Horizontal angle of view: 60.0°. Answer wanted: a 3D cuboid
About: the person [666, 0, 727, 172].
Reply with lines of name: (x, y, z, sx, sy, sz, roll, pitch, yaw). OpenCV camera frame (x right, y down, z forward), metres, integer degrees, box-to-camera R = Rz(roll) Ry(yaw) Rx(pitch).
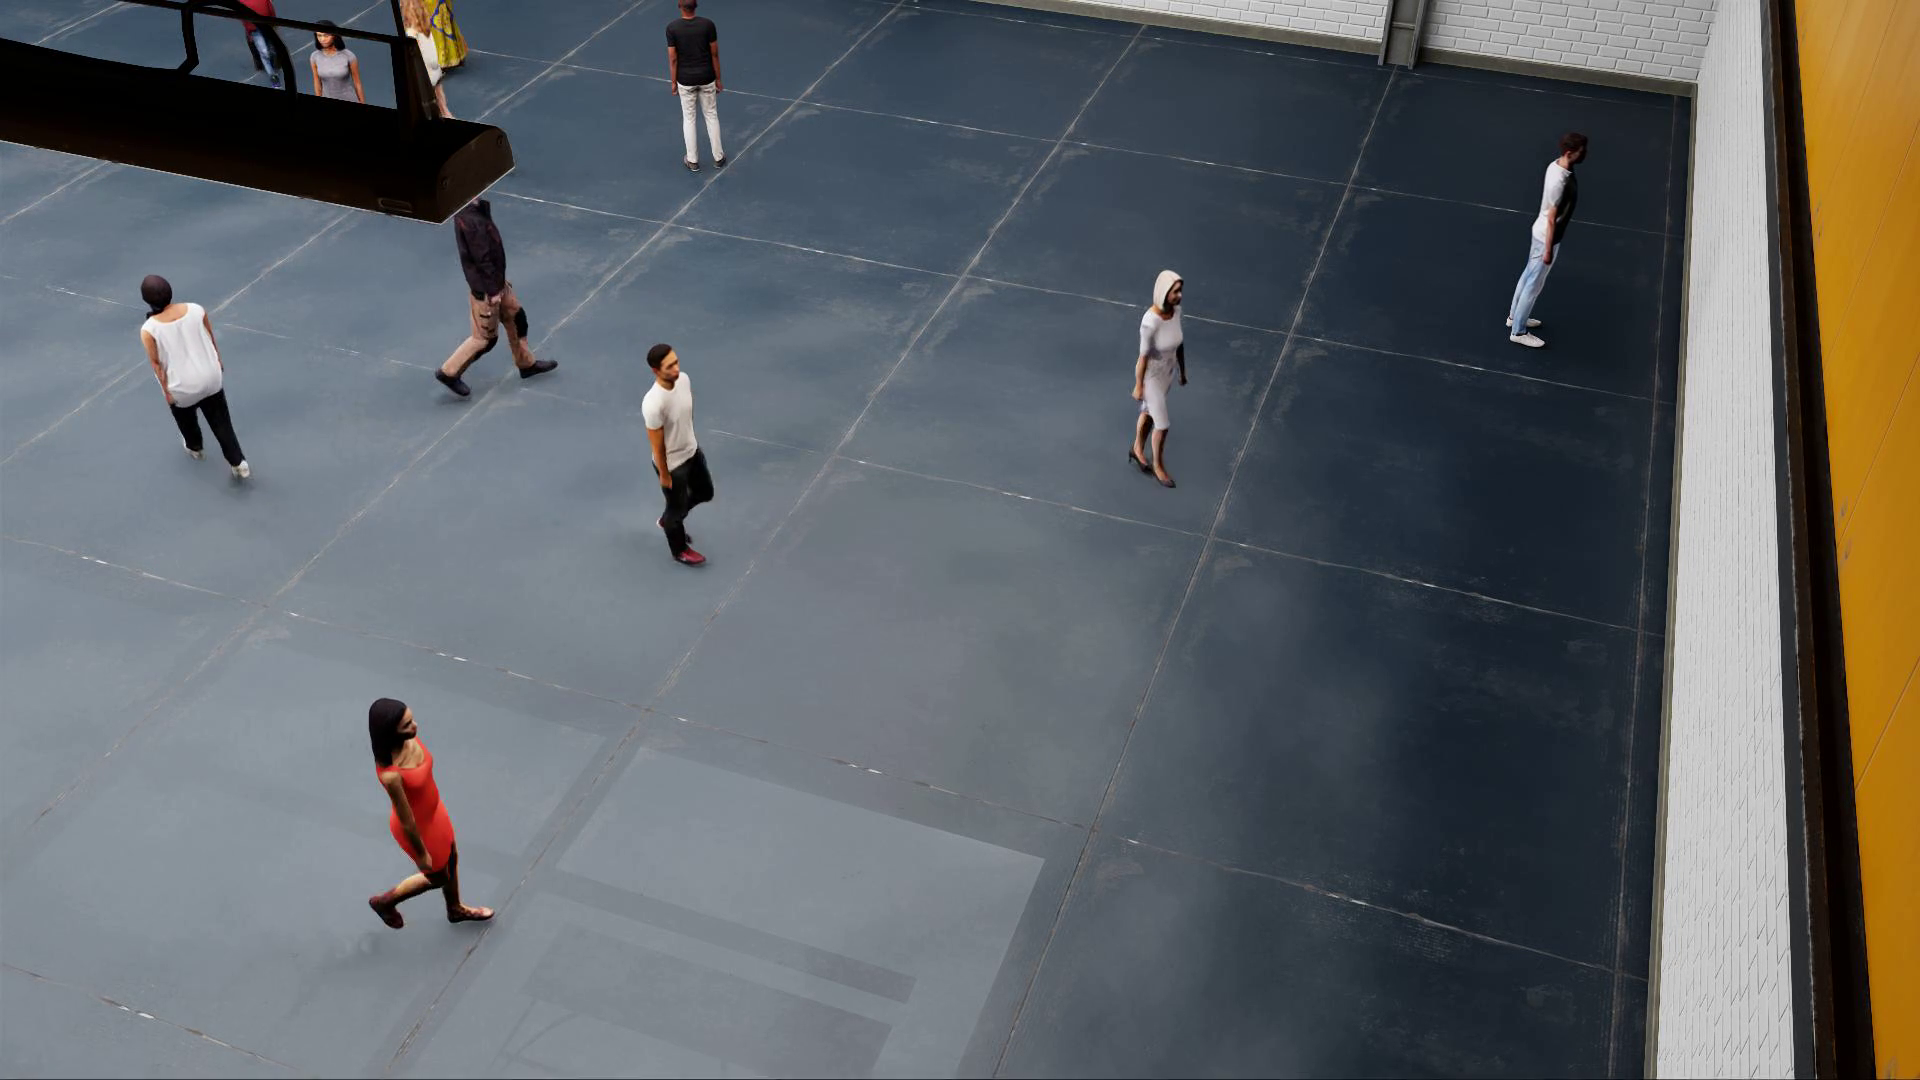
person: (-2.594, -4.511, 16.337, 0.730, 1.805, 0.824, -10, 40, -12)

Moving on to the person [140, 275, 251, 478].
person: (-5.650, -1.169, 12.268, 0.975, 1.660, 1.197, -31, 48, -33)

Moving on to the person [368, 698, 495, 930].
person: (-2.962, 1.519, 8.866, 0.958, 1.705, 0.806, -3, 39, -4)

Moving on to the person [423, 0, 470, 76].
person: (-5.815, -5.997, 18.313, 0.809, 1.661, 0.883, 18, 42, 21)

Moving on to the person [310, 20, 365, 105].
person: (-5.848, -4.058, 15.789, 0.610, 1.781, 0.723, -6, 39, -7)

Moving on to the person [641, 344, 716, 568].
person: (-2.028, -0.600, 11.449, 0.687, 1.793, 0.663, 15, 41, 17)

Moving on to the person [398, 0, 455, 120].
person: (-5.156, -4.523, 16.401, 0.841, 1.743, 0.651, 8, 39, 10)

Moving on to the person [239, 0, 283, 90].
person: (-7.634, -5.596, 18.146, 0.722, 1.242, 0.855, -28, 46, -30)

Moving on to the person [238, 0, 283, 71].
person: (-7.852, -6.014, 18.349, 0.574, 1.642, 0.710, -2, 39, -2)

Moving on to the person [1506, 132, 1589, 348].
person: (4.867, -2.519, 13.805, 0.563, 1.850, 0.673, 9, 39, 11)

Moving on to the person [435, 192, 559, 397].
person: (-3.824, -2.000, 13.122, 1.291, 1.893, 1.198, -14, 41, -17)

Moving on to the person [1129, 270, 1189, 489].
person: (1.388, -1.234, 12.291, 0.817, 1.734, 0.721, 27, 46, 30)
